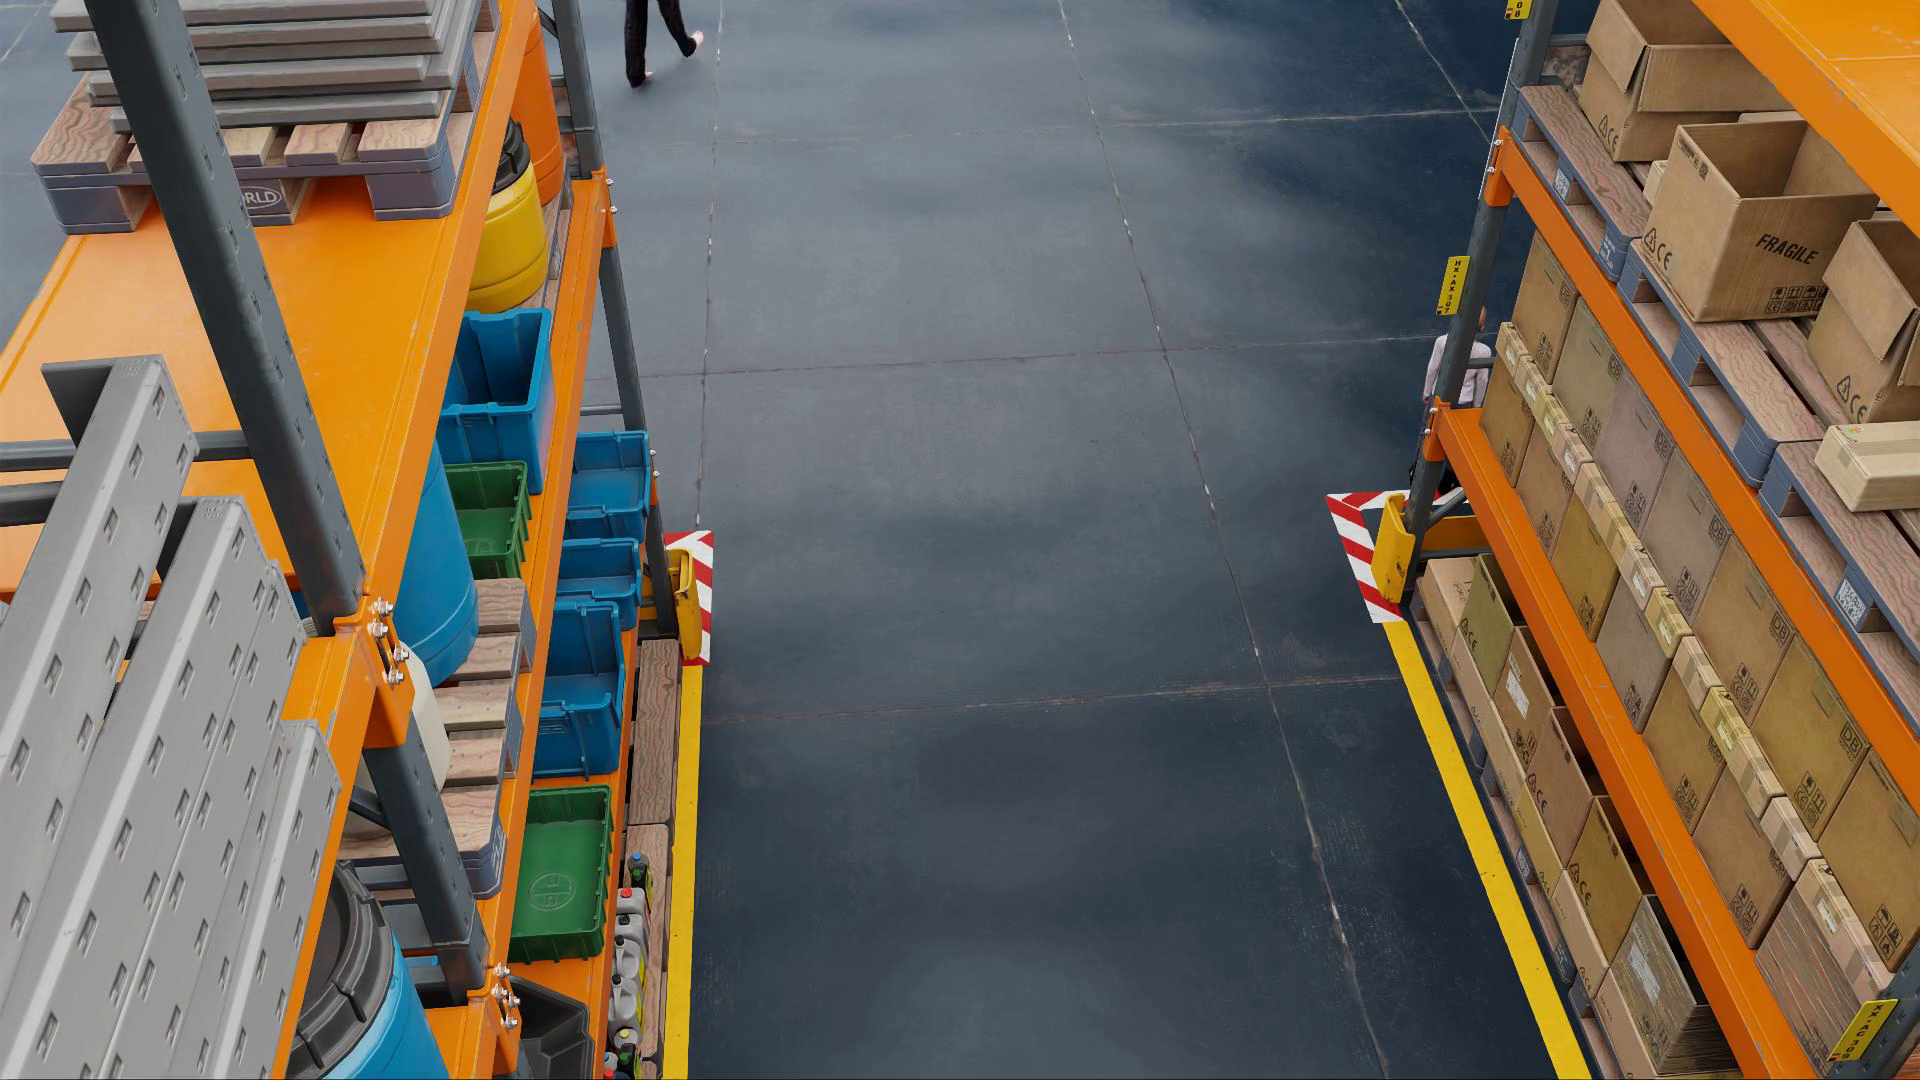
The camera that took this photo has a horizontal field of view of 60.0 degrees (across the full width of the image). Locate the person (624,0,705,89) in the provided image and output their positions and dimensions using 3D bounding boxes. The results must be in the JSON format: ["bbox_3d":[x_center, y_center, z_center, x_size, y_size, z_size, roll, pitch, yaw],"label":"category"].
[{"bbox_3d":[-2.530,-4.437,13.048,0.983,1.832,1.211,14,44,15],"label":"person"}]

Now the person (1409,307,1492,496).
[{"bbox_3d":[2.797,-0.809,9.464,0.575,1.279,0.617,17,45,18],"label":"person"}]
